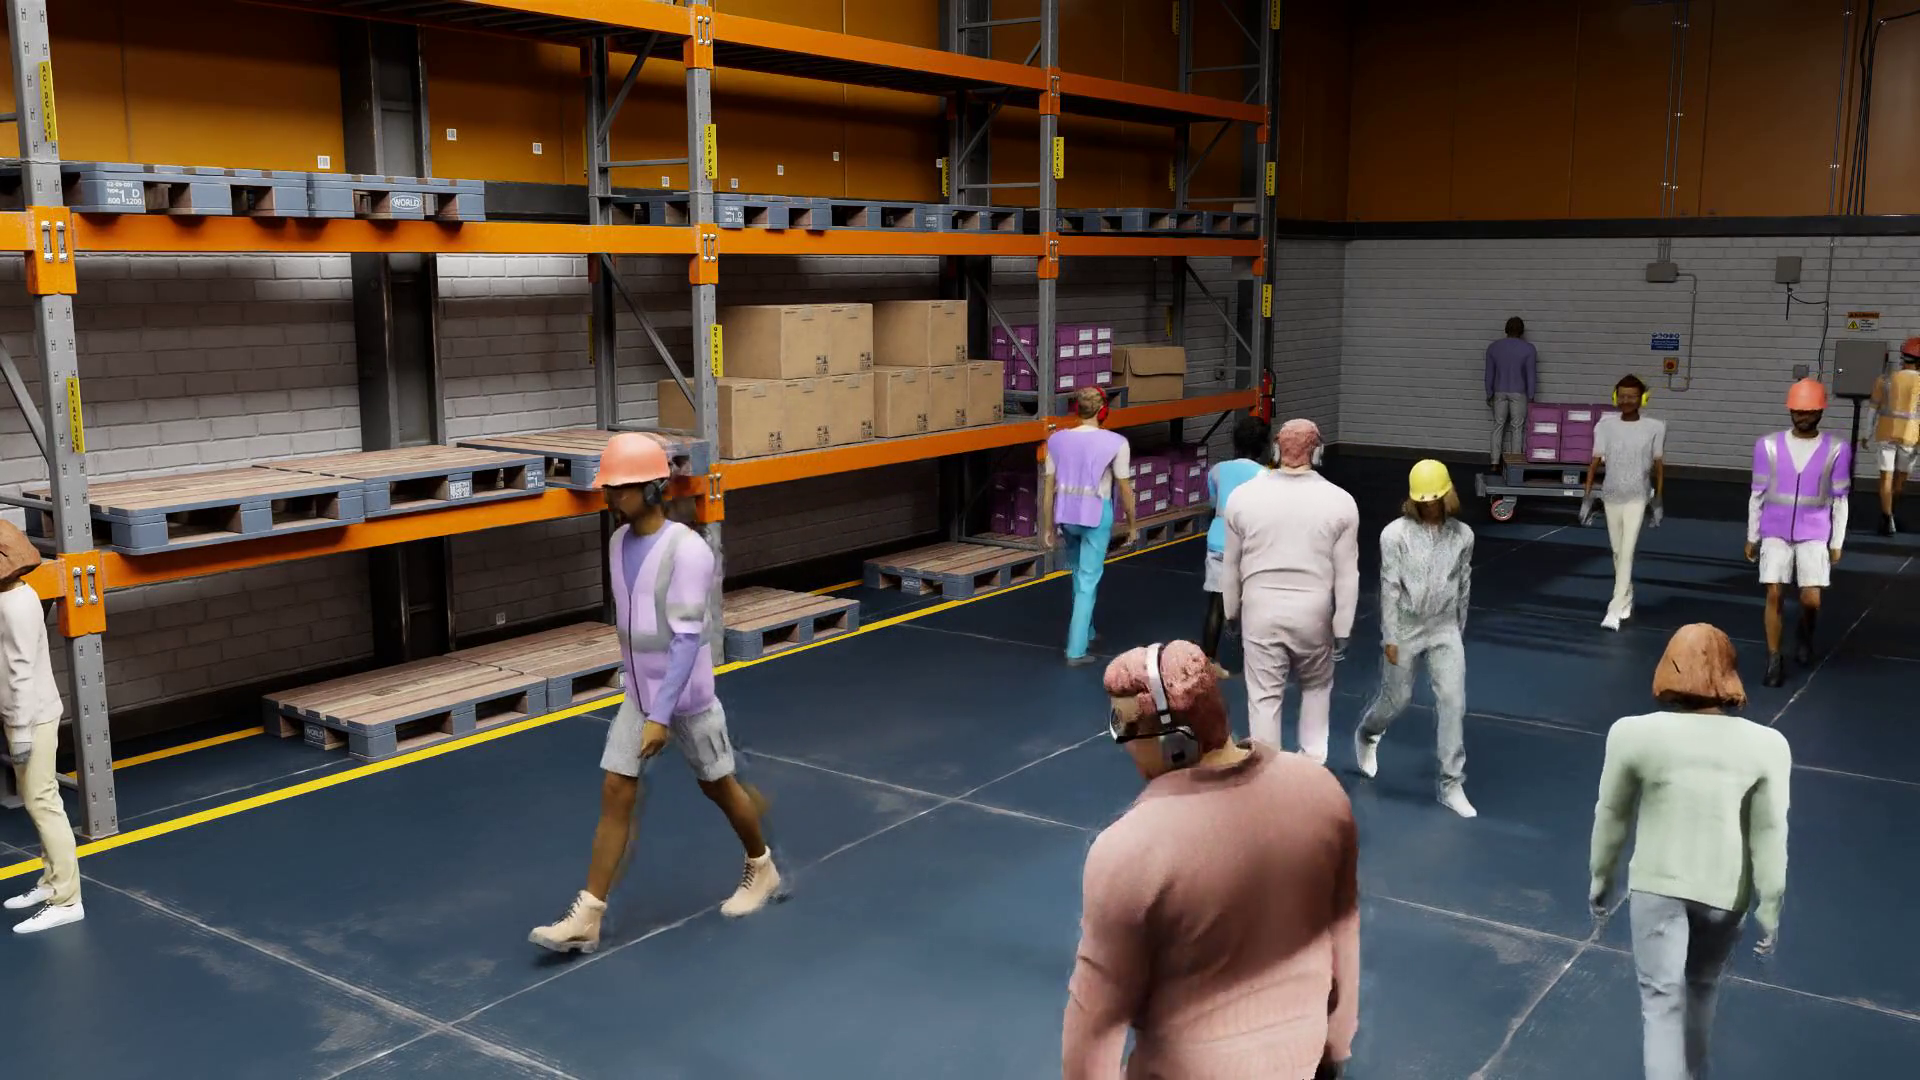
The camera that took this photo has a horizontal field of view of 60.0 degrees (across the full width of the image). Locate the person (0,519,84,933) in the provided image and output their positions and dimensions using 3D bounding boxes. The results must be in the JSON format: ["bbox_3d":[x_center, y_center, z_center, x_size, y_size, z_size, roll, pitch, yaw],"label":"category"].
[{"bbox_3d":[-3.710,0.723,6.580,0.284,1.626,0.493,-7,12,-34],"label":"person"}]

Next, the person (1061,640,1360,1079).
[{"bbox_3d":[0.530,1.128,3.432,0.721,1.880,0.469,-5,11,-28],"label":"person"}]

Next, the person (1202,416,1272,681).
[{"bbox_3d":[1.811,0.053,10.448,0.552,1.659,0.807,8,12,39],"label":"person"}]

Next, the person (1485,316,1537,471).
[{"bbox_3d":[6.859,-1.812,20.733,0.635,1.937,0.352,7,12,37],"label":"person"}]

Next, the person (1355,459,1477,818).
[{"bbox_3d":[2.219,0.428,8.089,0.487,1.703,0.746,-1,10,-8],"label":"person"}]

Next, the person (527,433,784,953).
[{"bbox_3d":[-1.138,0.578,6.395,0.609,1.986,1.117,8,13,40],"label":"person"}]

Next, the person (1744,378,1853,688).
[{"bbox_3d":[5.190,-0.053,10.323,0.558,1.925,0.565,6,11,30],"label":"person"}]

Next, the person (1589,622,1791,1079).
[{"bbox_3d":[2.109,1.038,4.834,0.510,1.578,0.916,3,10,16],"label":"person"}]

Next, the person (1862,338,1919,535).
[{"bbox_3d":[8.991,-0.987,15.948,0.623,1.897,0.675,6,11,32],"label":"person"}]

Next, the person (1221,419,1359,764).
[{"bbox_3d":[1.572,0.361,7.978,0.650,1.881,0.640,2,10,14],"label":"person"}]

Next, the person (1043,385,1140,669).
[{"bbox_3d":[0.884,-0.099,10.910,0.568,1.813,0.845,6,11,34],"label":"person"}]

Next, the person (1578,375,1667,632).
[{"bbox_3d":[4.755,-0.278,11.965,0.534,1.811,1.004,6,11,34],"label":"person"}]
